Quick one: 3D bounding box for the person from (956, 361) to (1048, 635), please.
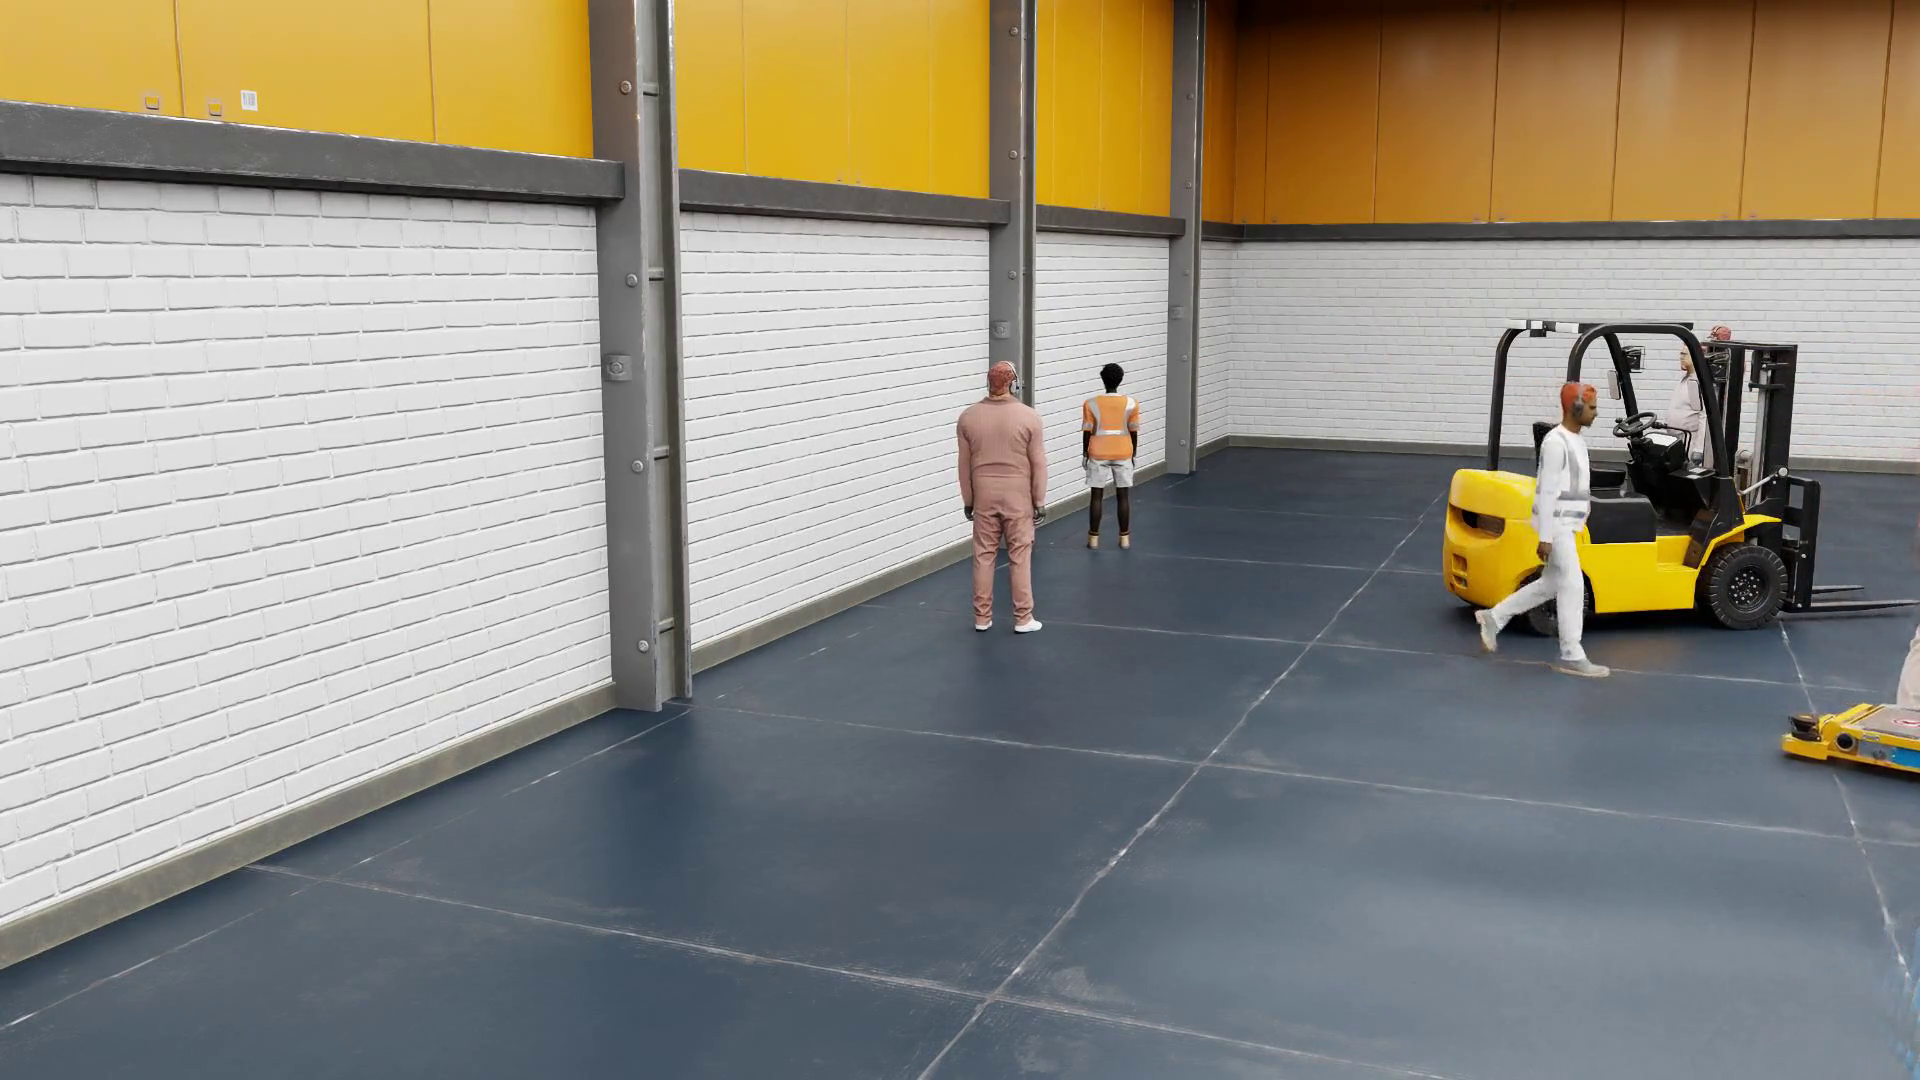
[{"bbox_3d":[0.309,-0.290,11.614,0.653,1.908,0.405,3,10,18],"label":"person"}]

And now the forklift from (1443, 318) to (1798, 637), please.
[{"bbox_3d":[4.706,-0.497,11.990,2.313,2.155,1.214,-2,10,-10],"label":"forklift"}]

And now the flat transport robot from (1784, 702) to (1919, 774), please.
[{"bbox_3d":[5.029,1.057,8.386,0.652,0.197,1.431,-9,13,-43],"label":"flat transport robot"}]

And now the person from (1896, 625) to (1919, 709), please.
[{"bbox_3d":[5.349,0.175,8.632,0.872,1.963,0.617,1,9,5],"label":"person"}]

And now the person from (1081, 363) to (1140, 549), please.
[{"bbox_3d":[1.364,-0.753,15.081,0.537,1.690,0.319,0,9,-2],"label":"person"}]

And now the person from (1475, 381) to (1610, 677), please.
[{"bbox_3d":[3.729,-0.088,10.565,0.823,1.859,0.591,6,11,33],"label":"person"}]

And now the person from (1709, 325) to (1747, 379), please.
[{"bbox_3d":[8.345,-1.410,18.393,0.641,1.909,0.401,-5,10,-26],"label":"person"}]

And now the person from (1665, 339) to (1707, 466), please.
[{"bbox_3d":[6.613,-0.869,15.114,0.410,1.909,0.643,0,9,2],"label":"person"}]
